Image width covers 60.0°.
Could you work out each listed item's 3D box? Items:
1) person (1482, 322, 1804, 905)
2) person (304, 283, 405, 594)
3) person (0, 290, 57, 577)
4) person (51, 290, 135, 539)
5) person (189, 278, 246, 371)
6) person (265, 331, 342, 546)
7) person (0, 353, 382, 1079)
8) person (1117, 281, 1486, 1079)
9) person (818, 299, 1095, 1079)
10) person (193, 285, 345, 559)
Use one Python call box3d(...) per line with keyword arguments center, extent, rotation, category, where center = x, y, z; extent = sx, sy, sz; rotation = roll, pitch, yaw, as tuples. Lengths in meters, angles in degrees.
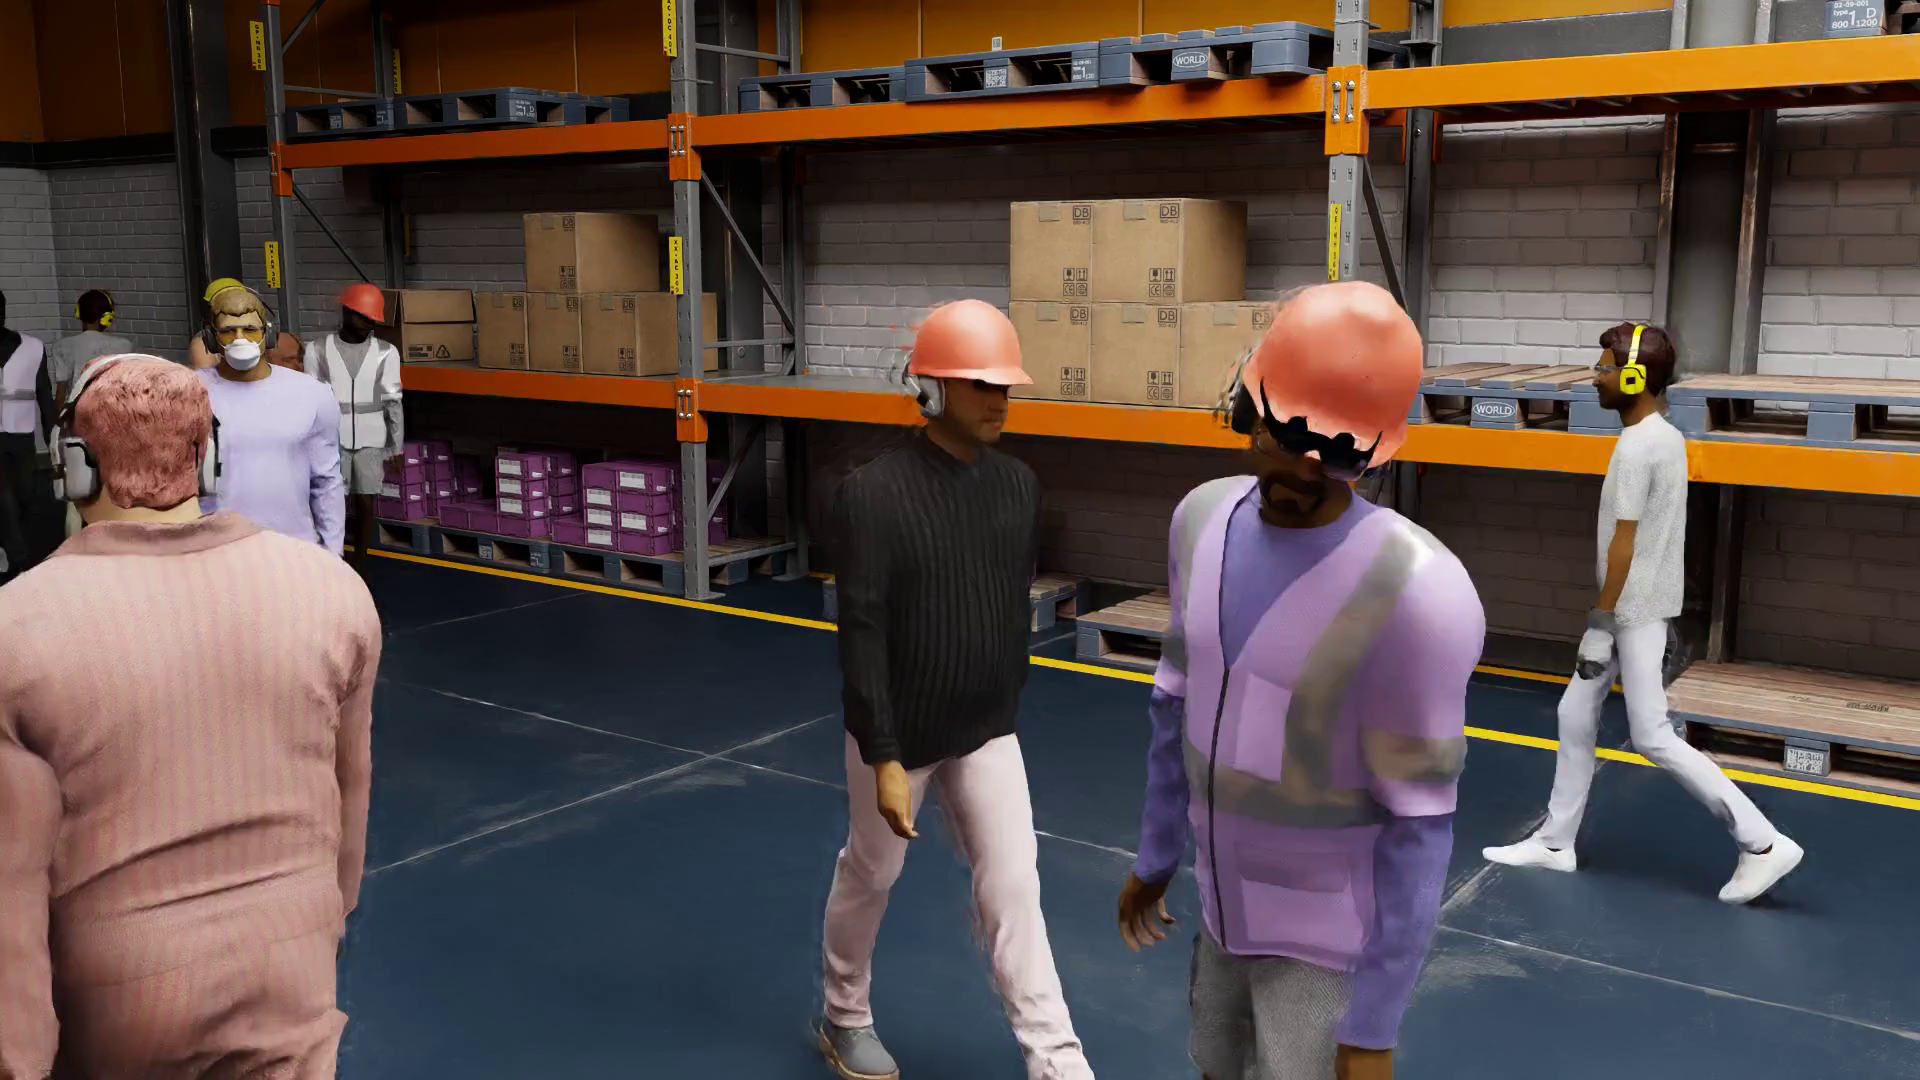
box3d(center=(2.207, 0.234, 5.268), extent=(0.908, 1.839, 0.528), rotation=(5, 11, 25), category="person")
box3d(center=(-3.631, -0.587, 9.982), extent=(0.580, 1.889, 0.543), rotation=(-4, 10, -24), category="person")
box3d(center=(-6.025, -0.659, 10.452), extent=(0.869, 1.888, 0.607), rotation=(9, 13, 44), category="person")
box3d(center=(-5.666, -0.717, 10.938), extent=(0.496, 1.827, 0.809), rotation=(-5, 11, -25), category="person")
box3d(center=(-4.537, -0.659, 10.330), extent=(0.379, 1.918, 0.585), rotation=(-1, 10, -9), category="person")
box3d(center=(-3.693, -0.327, 9.201), extent=(0.540, 1.637, 0.313), rotation=(-5, 11, -30), category="person")
box3d(center=(-1.251, 0.652, 2.635), extent=(0.644, 1.881, 0.760), rotation=(-9, 13, -42), category="person")
box3d(center=(0.540, 0.598, 2.654), extent=(0.477, 2.002, 0.687), rotation=(-5, 11, -26), category="person")
box3d(center=(-0.011, 0.429, 3.808), extent=(0.620, 1.928, 1.069), rotation=(-7, 12, -35), category="person")
box3d(center=(-2.453, 0.092, 5.792), extent=(0.635, 1.937, 0.354), rotation=(-6, 11, -31), category="person")
